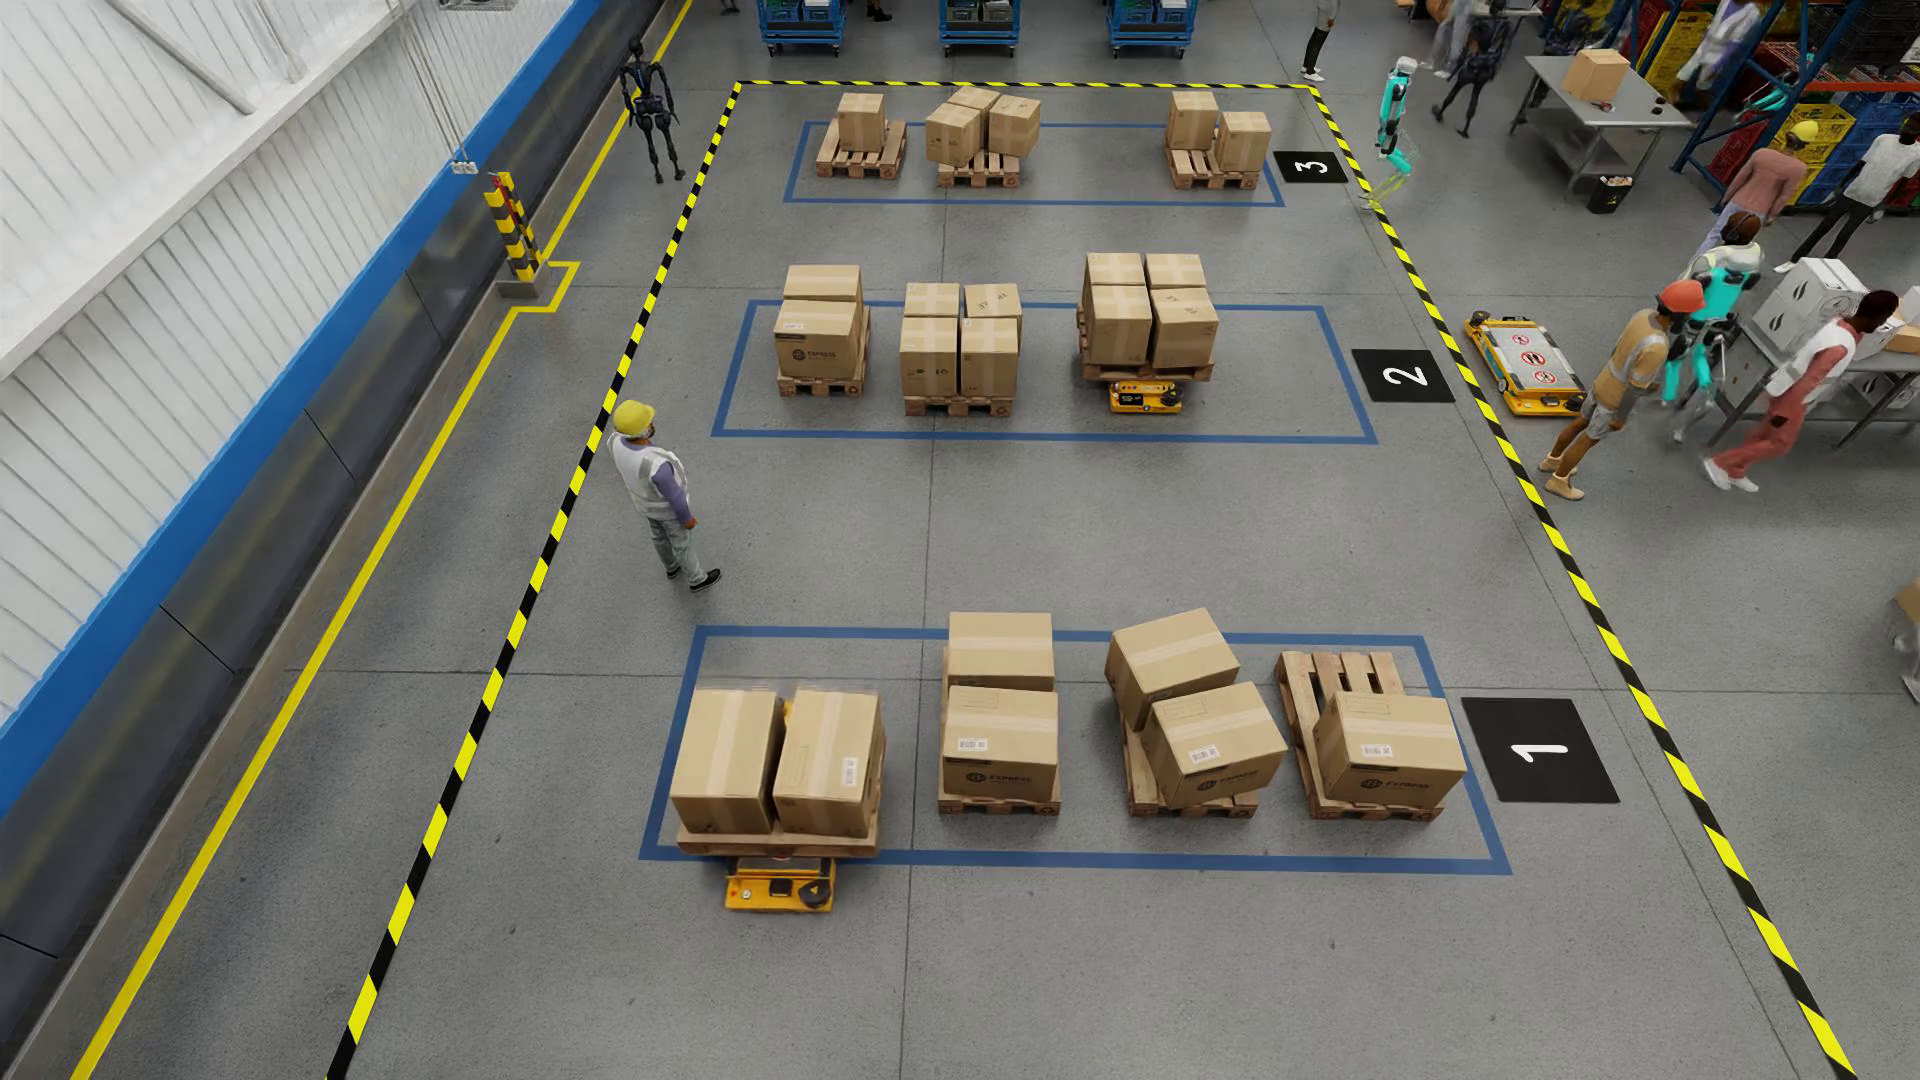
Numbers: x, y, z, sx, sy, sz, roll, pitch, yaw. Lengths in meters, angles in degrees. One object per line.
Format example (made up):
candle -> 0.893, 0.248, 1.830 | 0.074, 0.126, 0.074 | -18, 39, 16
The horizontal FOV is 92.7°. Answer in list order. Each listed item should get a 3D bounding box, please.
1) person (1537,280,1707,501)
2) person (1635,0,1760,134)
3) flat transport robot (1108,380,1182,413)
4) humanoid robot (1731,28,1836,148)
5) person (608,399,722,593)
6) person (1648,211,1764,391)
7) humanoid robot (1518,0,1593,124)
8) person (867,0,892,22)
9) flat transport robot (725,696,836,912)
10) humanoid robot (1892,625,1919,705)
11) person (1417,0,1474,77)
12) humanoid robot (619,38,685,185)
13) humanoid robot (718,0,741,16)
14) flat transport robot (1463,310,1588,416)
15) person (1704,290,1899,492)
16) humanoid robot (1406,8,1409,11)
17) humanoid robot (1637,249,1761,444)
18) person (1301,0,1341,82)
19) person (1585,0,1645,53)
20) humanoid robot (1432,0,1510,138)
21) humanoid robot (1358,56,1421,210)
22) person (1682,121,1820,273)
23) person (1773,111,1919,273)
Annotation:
person -> 5.306, -1.187, 7.386 | 0.365, 2.048, 0.606 | 12, 50, 10
person -> 9.705, -6.234, 11.794 | 0.927, 2.004, 0.606 | -9, 50, -8
flat transport robot -> 1.773, -1.807, 9.079 | 0.652, 0.197, 1.431 | 1, 49, 1
humanoid robot -> 10.160, -5.599, 11.364 | 0.768, 1.705, 0.530 | -1, 49, -1
person -> -2.185, -0.303, 6.758 | 0.590, 1.837, 0.404 | 29, 55, 23
person -> 6.618, -2.108, 8.325 | 0.622, 1.837, 0.429 | -12, 50, -10
humanoid robot -> 7.949, -6.401, 12.159 | 0.621, 1.635, 0.589 | -17, 51, -14
person -> -1.356, -9.284, 14.466 | 0.357, 1.937, 0.545 | -25, 54, -20
flat transport robot -> -1.107, 1.693, 6.049 | 0.652, 0.197, 1.431 | 1, 49, 1
humanoid robot -> 7.042, 0.477, 6.214 | 0.543, 1.871, 0.830 | 6, 49, 5
person -> 7.083, -7.573, 13.125 | 0.664, 1.701, 0.517 | 16, 51, 14
humanoid robot -> -3.724, -5.123, 11.065 | 0.604, 1.682, 0.485 | -6, 49, -5
humanoid robot -> -3.854, -9.355, 14.699 | 0.369, 1.643, 0.611 | 2, 49, 2
flat transport robot -> 5.573, -1.757, 9.054 | 0.659, 0.231, 1.431 | 1, 49, 1
person -> 6.817, -1.159, 7.455 | 0.488, 1.899, 0.641 | 32, 56, 25
humanoid robot -> 7.575, -9.473, 14.806 | 0.357, 1.644, 0.590 | -2, 49, -2
humanoid robot -> 6.408, -1.542, 7.911 | 0.539, 1.738, 0.971 | -3, 49, -2
person -> 5.268, -7.544, 13.018 | 0.393, 1.850, 0.587 | 5, 49, 5
person -> 9.622, -7.590, 13.070 | 0.603, 1.827, 0.580 | 21, 52, 17
humanoid robot -> 6.747, -6.214, 11.997 | 0.608, 1.627, 0.771 | -6, 49, -5
humanoid robot -> 5.037, -4.593, 10.448 | 0.735, 1.677, 0.533 | 9, 50, 8
person -> 8.243, -3.477, 9.559 | 0.374, 1.755, 0.549 | -25, 54, -20
person -> 9.366, -3.540, 9.543 | 0.310, 1.862, 0.528 | -25, 53, -20
